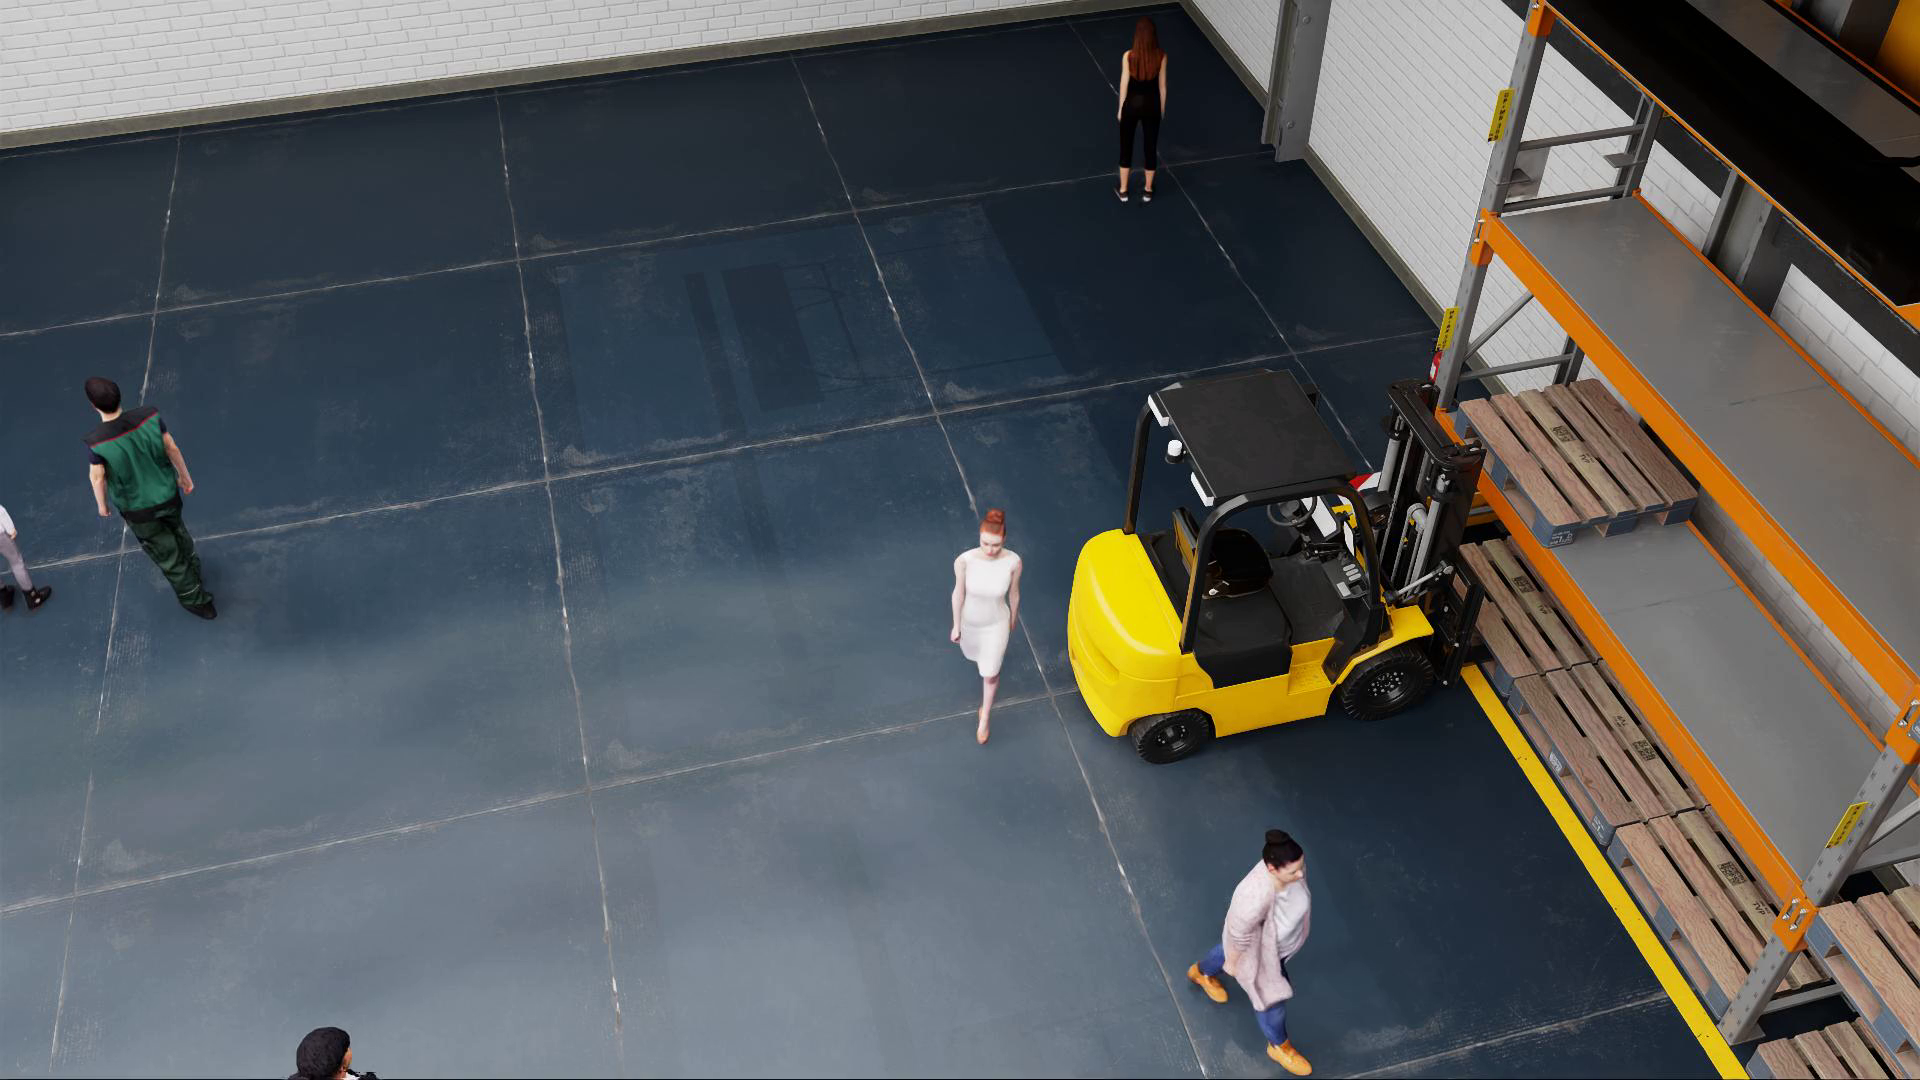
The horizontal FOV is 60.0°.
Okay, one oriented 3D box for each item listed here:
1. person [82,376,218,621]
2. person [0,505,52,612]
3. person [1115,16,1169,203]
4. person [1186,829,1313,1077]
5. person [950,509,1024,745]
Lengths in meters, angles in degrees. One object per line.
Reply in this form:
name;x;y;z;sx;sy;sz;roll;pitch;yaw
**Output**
person;-5.213;-0.223;10.816;1.031;1.876;0.966;23;48;22
person;-6.471;-0.045;11.066;0.541;1.273;0.545;0;44;0
person;1.594;-3.798;14.677;0.628;1.726;0.606;2;44;2
person;1.495;2.010;8.597;1.200;1.703;1.069;30;51;28
person;0.158;0.446;10.192;0.827;1.768;1.104;4;44;4
